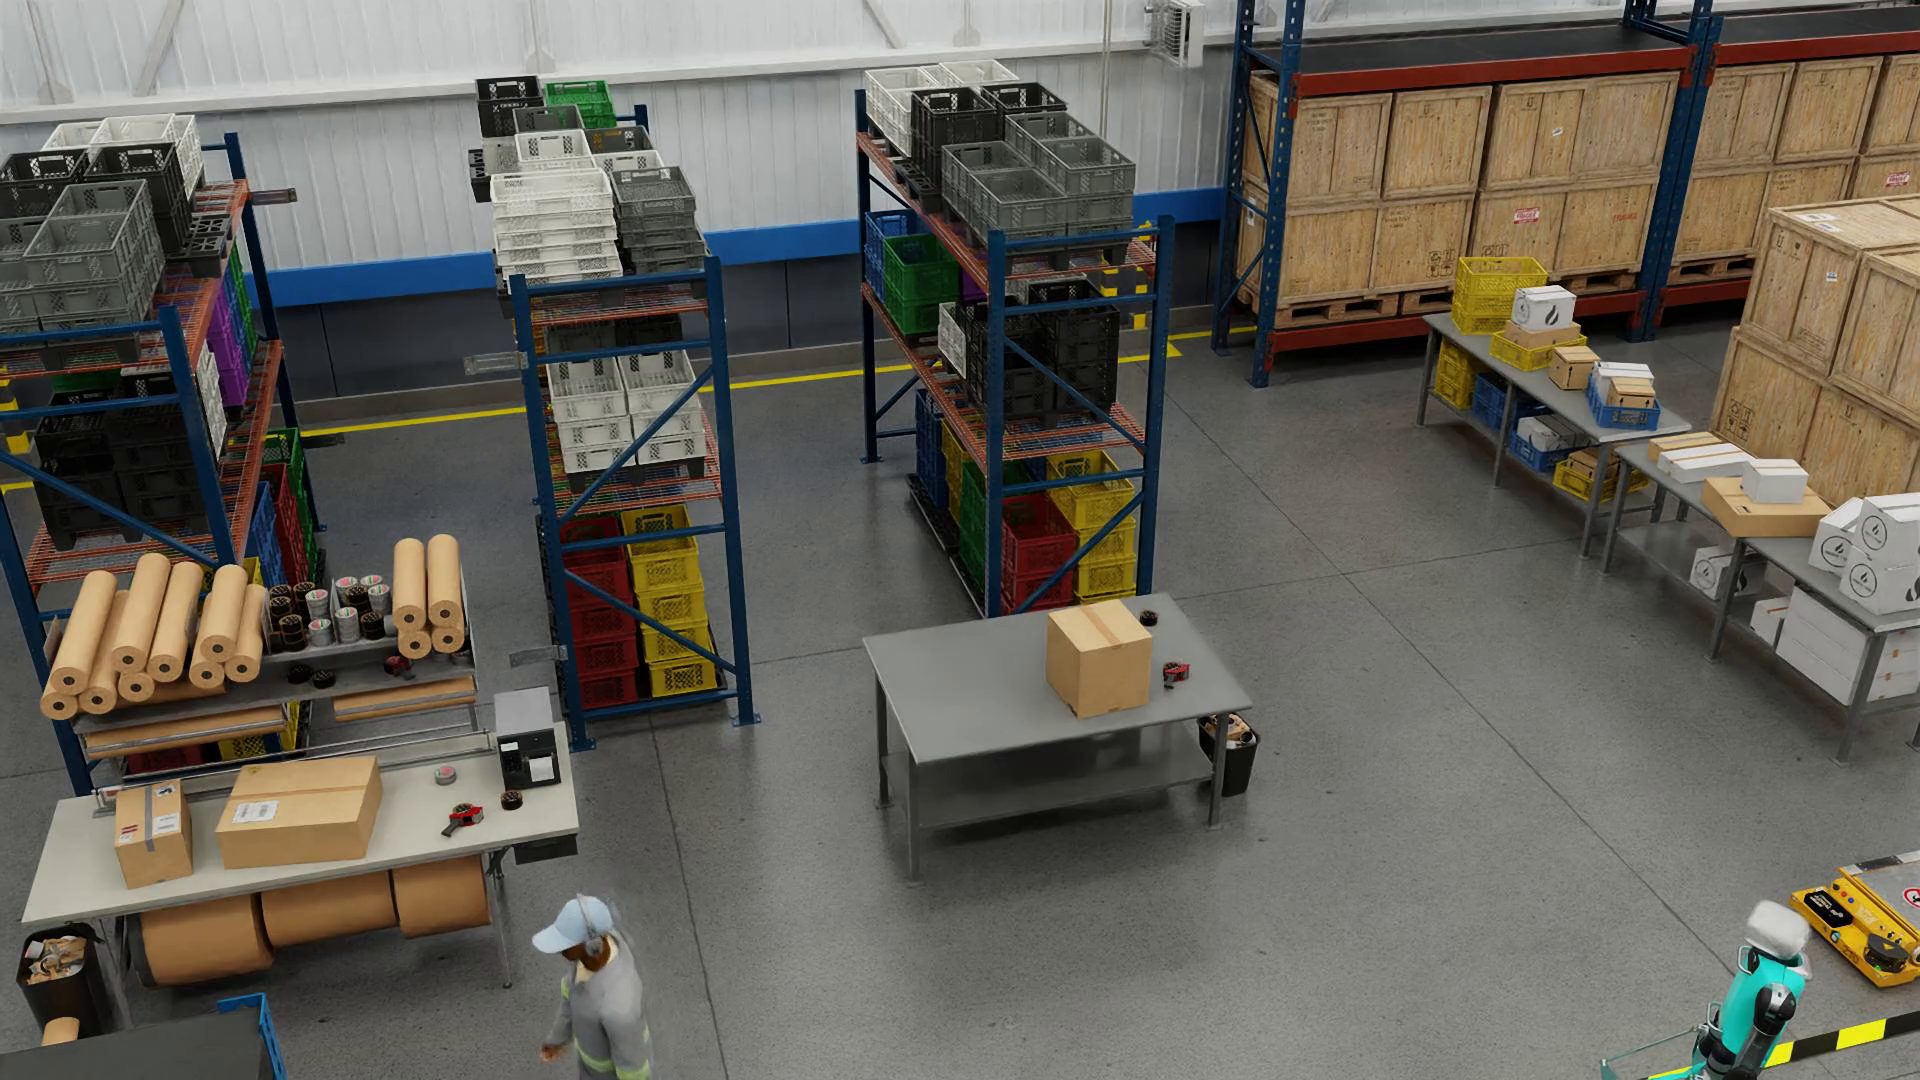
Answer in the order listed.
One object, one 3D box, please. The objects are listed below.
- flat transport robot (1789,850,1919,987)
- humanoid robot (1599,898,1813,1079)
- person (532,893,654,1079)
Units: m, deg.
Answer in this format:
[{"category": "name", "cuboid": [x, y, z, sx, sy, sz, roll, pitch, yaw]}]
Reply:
[{"category": "flat transport robot", "cuboid": [5.163, 1.916, 8.676, 1.431, 0.231, 0.659, -8, 30, -14]}, {"category": "humanoid robot", "cuboid": [2.862, 2.103, 6.676, 0.735, 1.673, 0.533, 12, 31, 21]}, {"category": "person", "cuboid": [-1.481, 2.132, 6.680, 0.730, 1.826, 0.598, -9, 30, -17]}]
